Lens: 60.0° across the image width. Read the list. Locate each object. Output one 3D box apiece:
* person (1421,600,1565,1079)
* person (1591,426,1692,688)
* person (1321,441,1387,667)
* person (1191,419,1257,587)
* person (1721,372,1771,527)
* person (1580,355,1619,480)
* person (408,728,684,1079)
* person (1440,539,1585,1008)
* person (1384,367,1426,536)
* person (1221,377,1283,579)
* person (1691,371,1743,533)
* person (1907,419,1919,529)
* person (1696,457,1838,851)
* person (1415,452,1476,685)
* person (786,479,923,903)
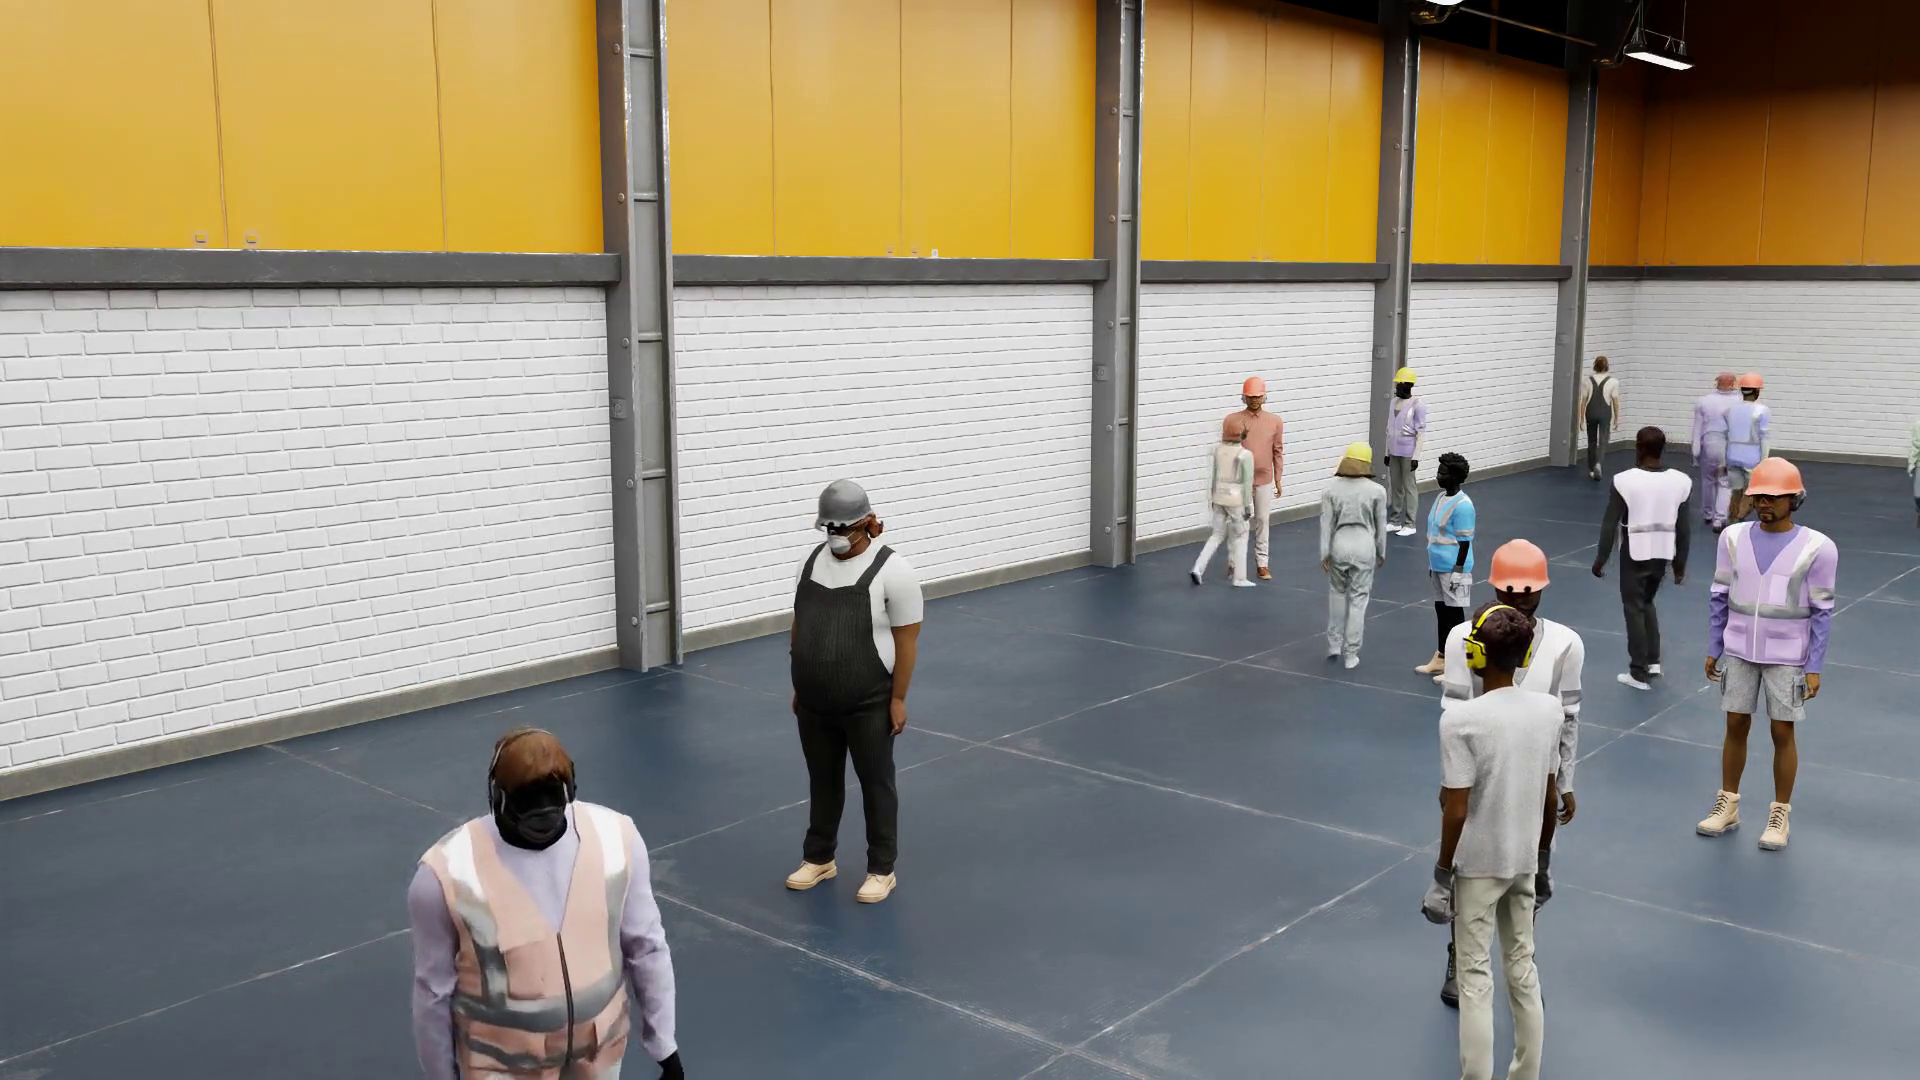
[{"bbox_3d":[1.830,1.138,5.750,0.513,1.871,0.329,-4,10,-22],"label":"person"},{"bbox_3d":[4.924,0.123,12.039,0.593,1.901,0.523,-2,9,-12],"label":"person"},{"bbox_3d":[3.032,0.098,12.790,0.479,1.711,0.650,4,10,22],"label":"person"},{"bbox_3d":[2.508,-0.340,15.853,0.572,1.620,0.543,-6,11,-32],"label":"person"},{"bbox_3d":[8.601,-0.876,18.222,0.455,1.924,0.574,-6,11,-33],"label":"person"},{"bbox_3d":[9.308,-1.782,24.251,0.523,1.821,0.841,5,10,29],"label":"person"},{"bbox_3d":[-1.049,1.388,4.364,0.649,1.816,0.747,-6,11,-34],"label":"person"},{"bbox_3d":[2.219,0.949,6.720,0.549,1.936,0.377,2,9,9],"label":"person"},{"bbox_3d":[5.078,-1.014,19.071,0.360,1.930,0.587,-4,10,-25],"label":"person"},{"bbox_3d":[2.856,-0.602,16.279,0.622,1.993,0.383,0,9,1],"label":"person"},{"bbox_3d":[8.934,-1.045,19.490,0.655,1.848,1.041,5,10,27],"label":"person"},{"bbox_3d":[11.076,-0.835,18.914,0.513,1.616,0.516,6,11,33],"label":"person"},{"bbox_3d":[4.192,0.586,8.672,0.378,2.044,0.607,-9,13,-43],"label":"person"},{"bbox_3d":[3.572,0.202,12.167,0.318,1.697,0.535,-1,9,-7],"label":"person"},{"bbox_3d":[-0.551,0.706,7.927,0.677,2.000,0.536,5,10,27],"label":"person"}]
